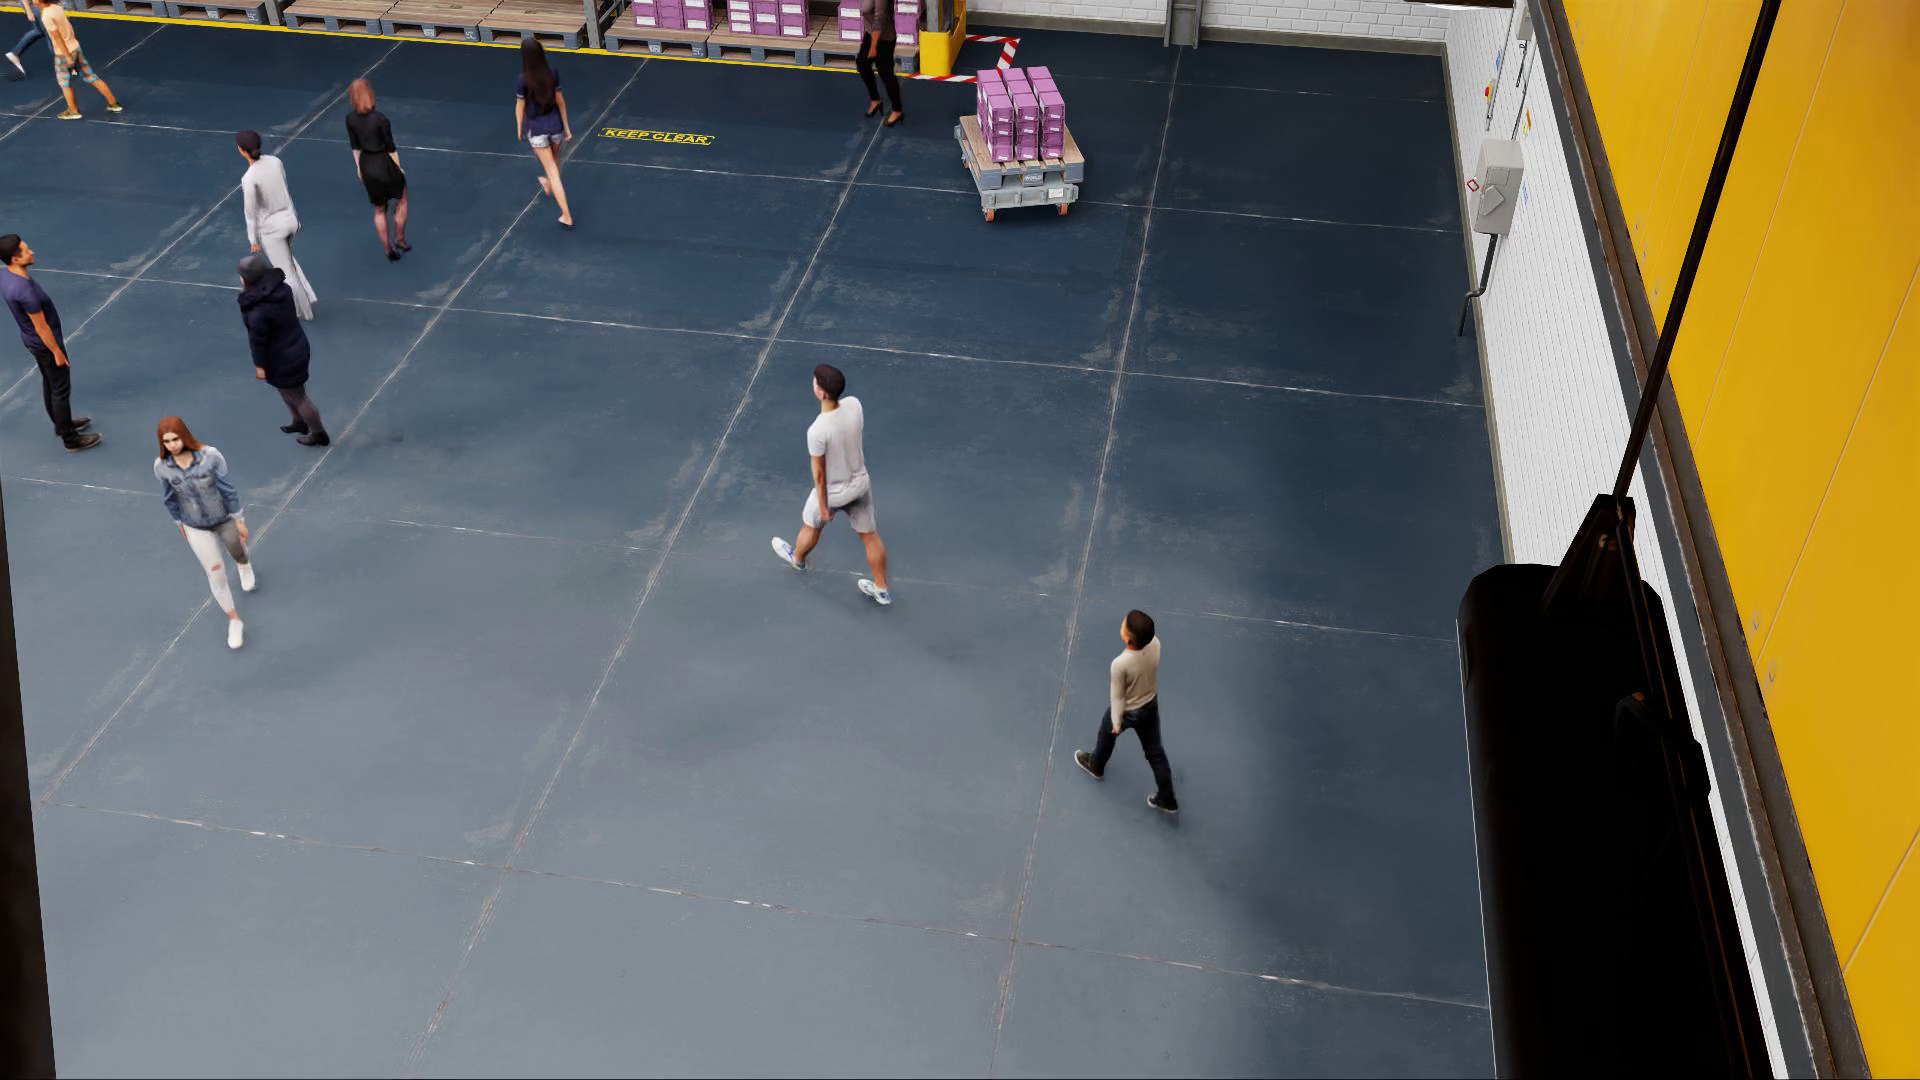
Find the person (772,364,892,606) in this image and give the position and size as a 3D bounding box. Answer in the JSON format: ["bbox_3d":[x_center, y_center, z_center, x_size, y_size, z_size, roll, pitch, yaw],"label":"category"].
[{"bbox_3d":[-0.718,-0.322,11.120,1.310,1.802,1.105,29,47,31],"label":"person"}]

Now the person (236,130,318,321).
[{"bbox_3d":[-5.703,-2.633,14.078,0.669,1.722,0.696,11,40,14],"label":"person"}]

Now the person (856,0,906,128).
[{"bbox_3d":[-0.714,-5.137,17.131,0.803,1.825,0.768,-3,39,-4],"label":"person"}]

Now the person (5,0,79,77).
[{"bbox_3d":[-10.198,-5.850,18.115,1.089,1.711,0.870,-10,40,-13],"label":"person"}]

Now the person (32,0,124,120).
[{"bbox_3d":[-9.257,-5.090,17.396,0.904,1.420,0.622,1,39,2],"label":"person"}]

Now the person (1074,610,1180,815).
[{"bbox_3d":[1.074,1.020,9.729,0.969,1.440,1.025,-24,44,-27],"label":"person"}]

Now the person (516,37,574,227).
[{"bbox_3d":[-3.819,-3.745,15.476,1.096,1.713,1.157,-23,44,-26],"label":"person"}]

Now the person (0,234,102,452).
[{"bbox_3d":[-6.958,-1.508,12.619,0.766,1.784,0.682,-28,46,-31],"label":"person"}]

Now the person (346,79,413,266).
[{"bbox_3d":[-5.224,-3.237,14.866,0.581,1.682,0.681,11,40,14],"label":"person"}]

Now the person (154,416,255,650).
[{"bbox_3d":[-4.945,-0.158,11.017,1.104,1.673,1.022,-13,41,-16],"label":"person"}]

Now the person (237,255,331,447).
[{"bbox_3d":[-5.052,-1.412,12.598,0.699,1.660,0.701,2,39,3],"label":"person"}]
